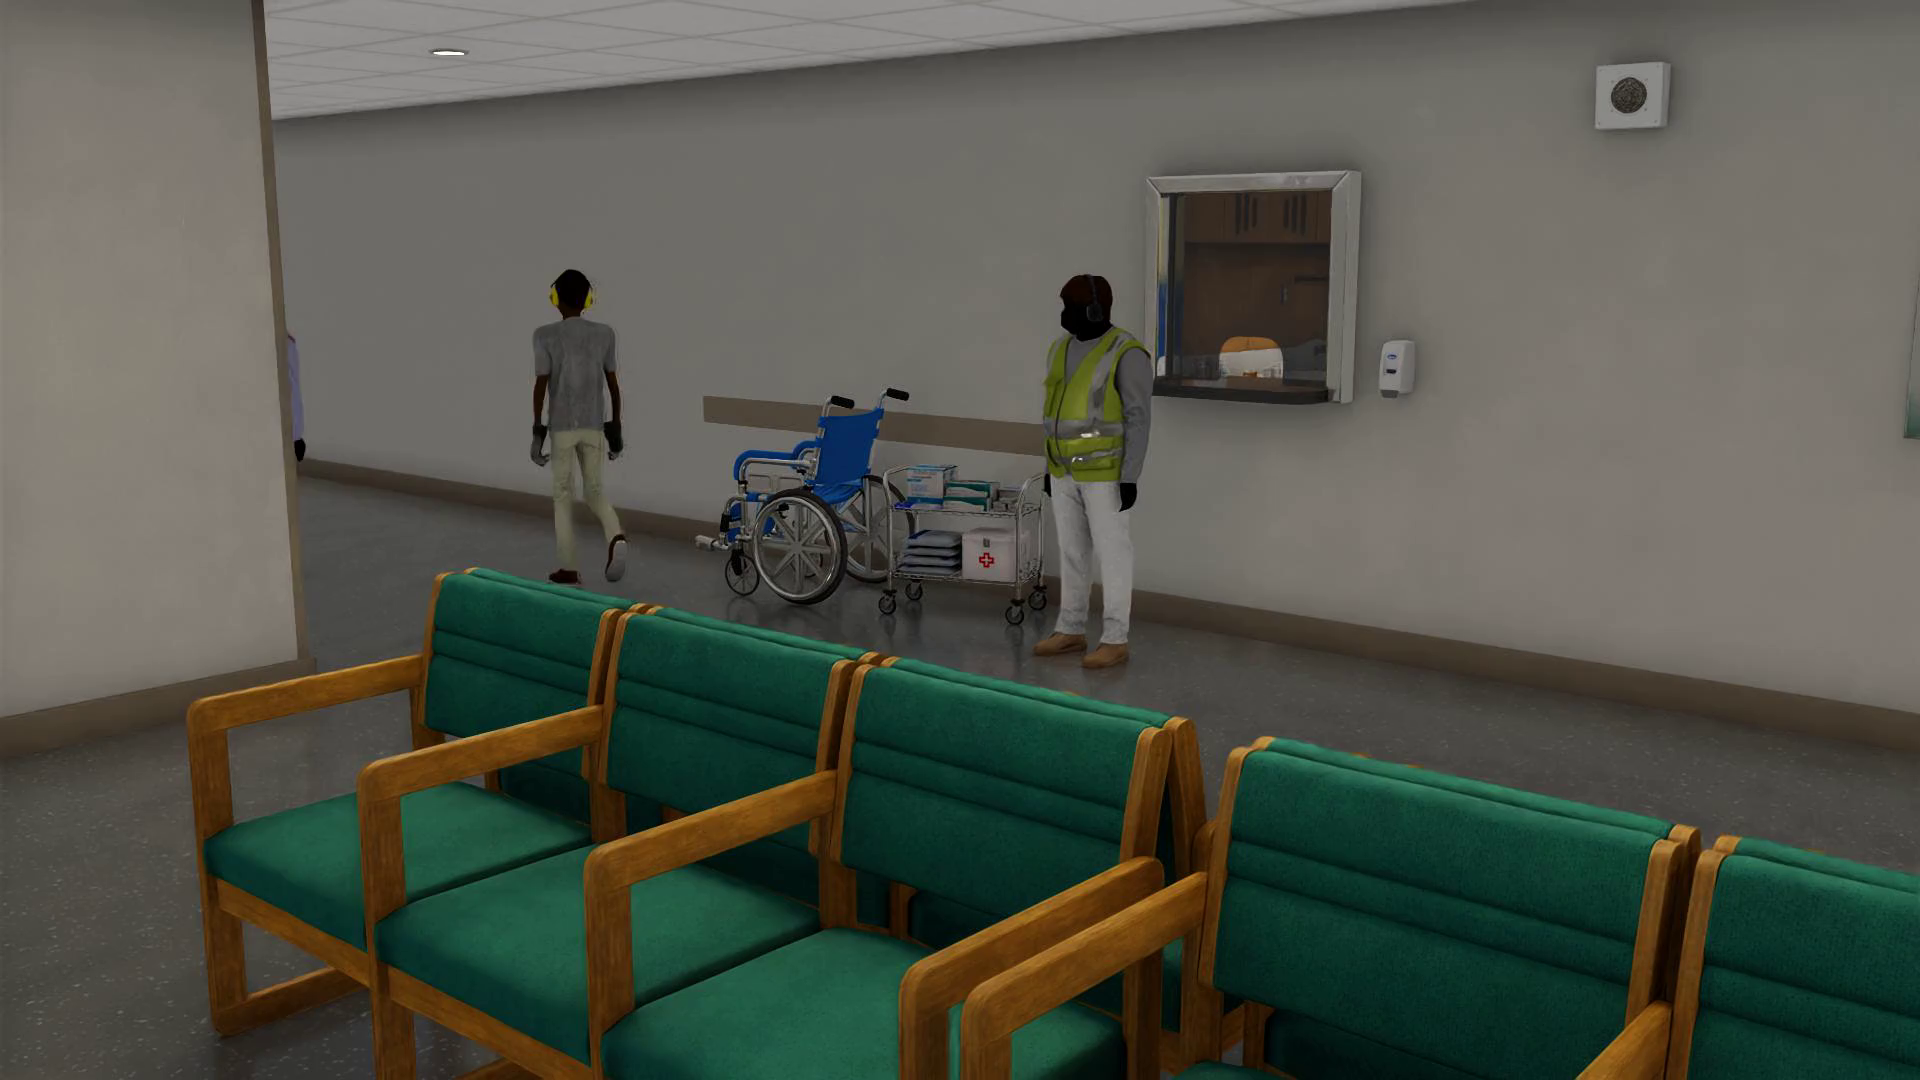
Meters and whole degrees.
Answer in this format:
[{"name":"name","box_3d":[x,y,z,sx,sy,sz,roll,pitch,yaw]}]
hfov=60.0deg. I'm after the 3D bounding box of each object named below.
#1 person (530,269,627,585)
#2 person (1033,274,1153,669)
[{"name":"person","box_3d":[-2.181,-0.620,9.536,0.540,1.847,0.628,-7,12,-35]},{"name":"person","box_3d":[0.605,-0.320,7.814,0.430,1.839,0.626,-8,13,-38]}]
